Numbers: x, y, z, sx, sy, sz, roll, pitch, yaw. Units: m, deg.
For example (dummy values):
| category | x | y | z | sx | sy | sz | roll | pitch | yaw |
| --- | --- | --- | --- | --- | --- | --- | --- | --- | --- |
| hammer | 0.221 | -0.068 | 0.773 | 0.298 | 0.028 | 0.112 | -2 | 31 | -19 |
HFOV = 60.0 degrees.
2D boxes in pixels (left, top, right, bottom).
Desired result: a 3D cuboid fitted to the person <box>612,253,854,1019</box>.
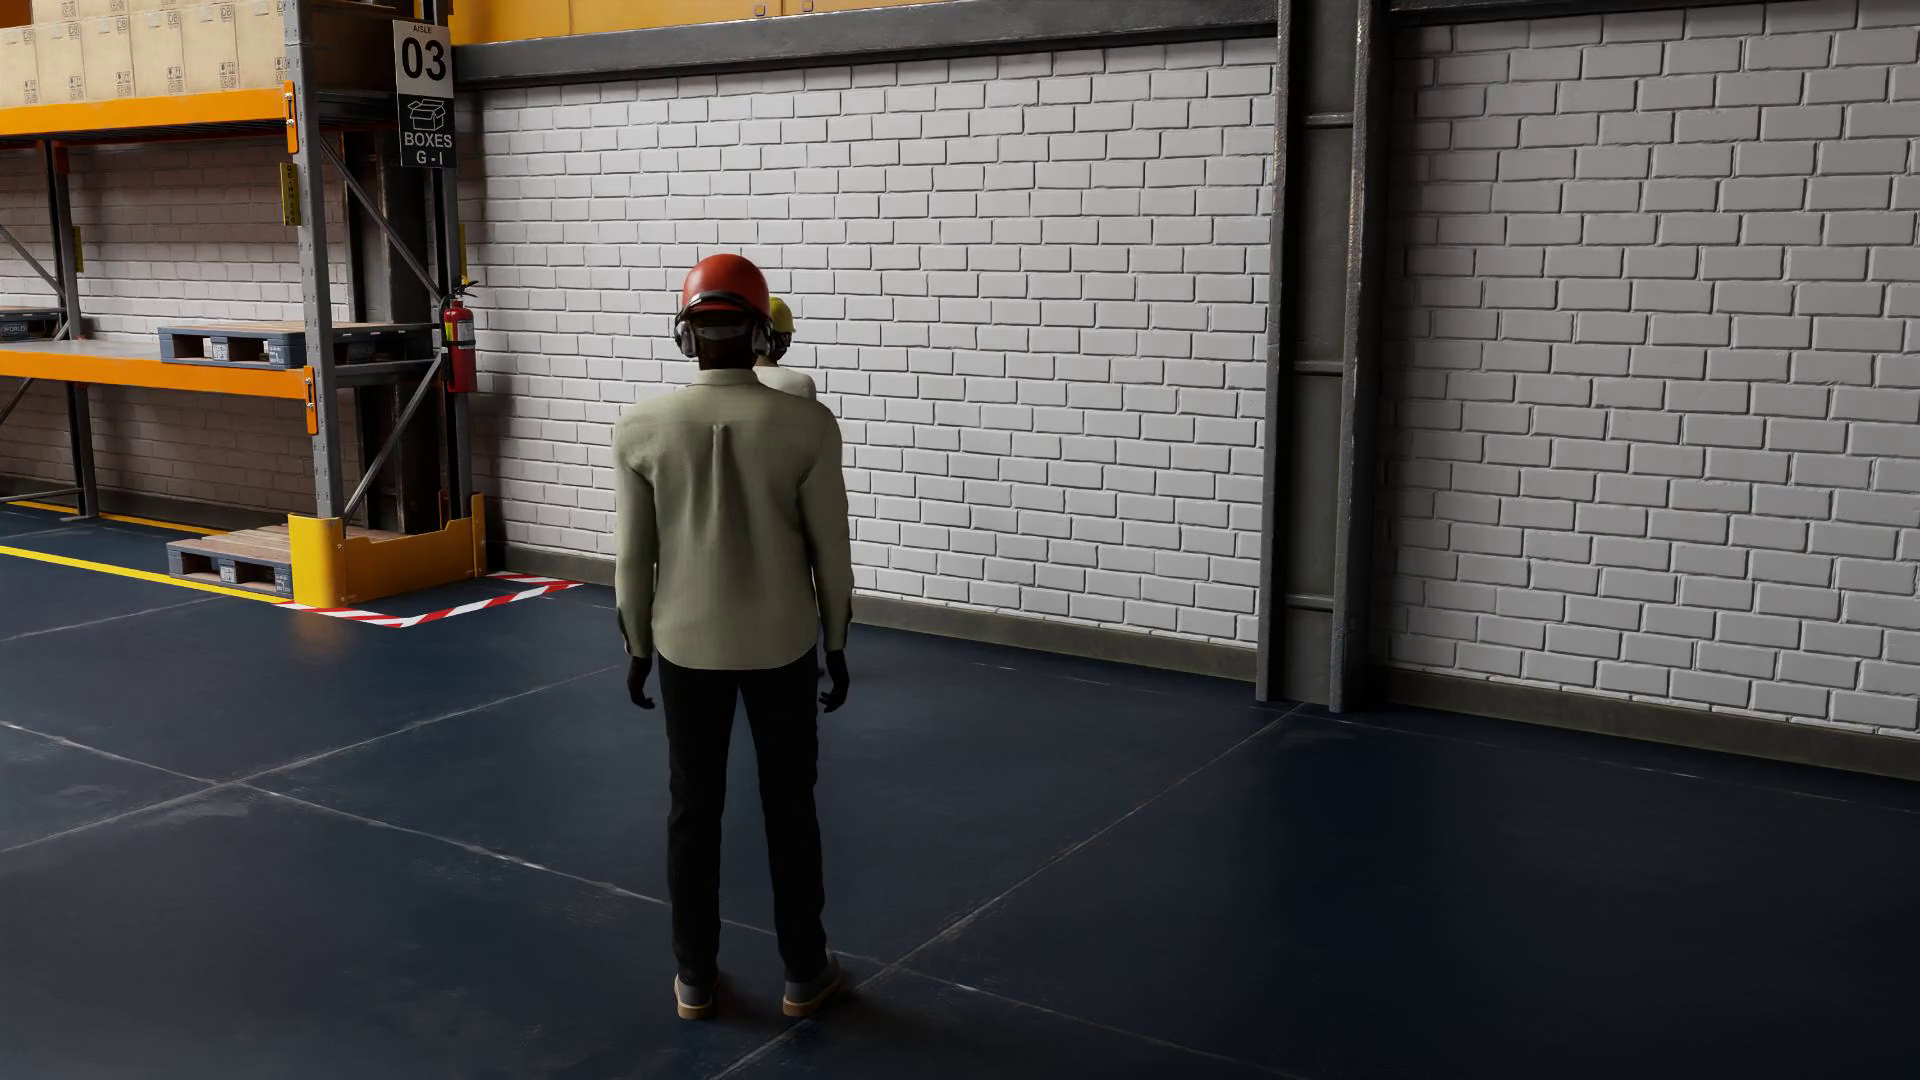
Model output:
| category | x | y | z | sx | sy | sz | roll | pitch | yaw |
| --- | --- | --- | --- | --- | --- | --- | --- | --- | --- |
| person | -0.576 | 0.265 | 4.313 | 0.611 | 1.987 | 0.392 | 0 | 10 | 1 |

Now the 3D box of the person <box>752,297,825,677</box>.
| category | x | y | z | sx | sy | sz | roll | pitch | yaw |
| --- | --- | --- | --- | --- | --- | --- | --- | --- | --- |
| person | -0.869 | -0.226 | 7.646 | 0.532 | 1.767 | 0.328 | 4 | 11 | 19 |
